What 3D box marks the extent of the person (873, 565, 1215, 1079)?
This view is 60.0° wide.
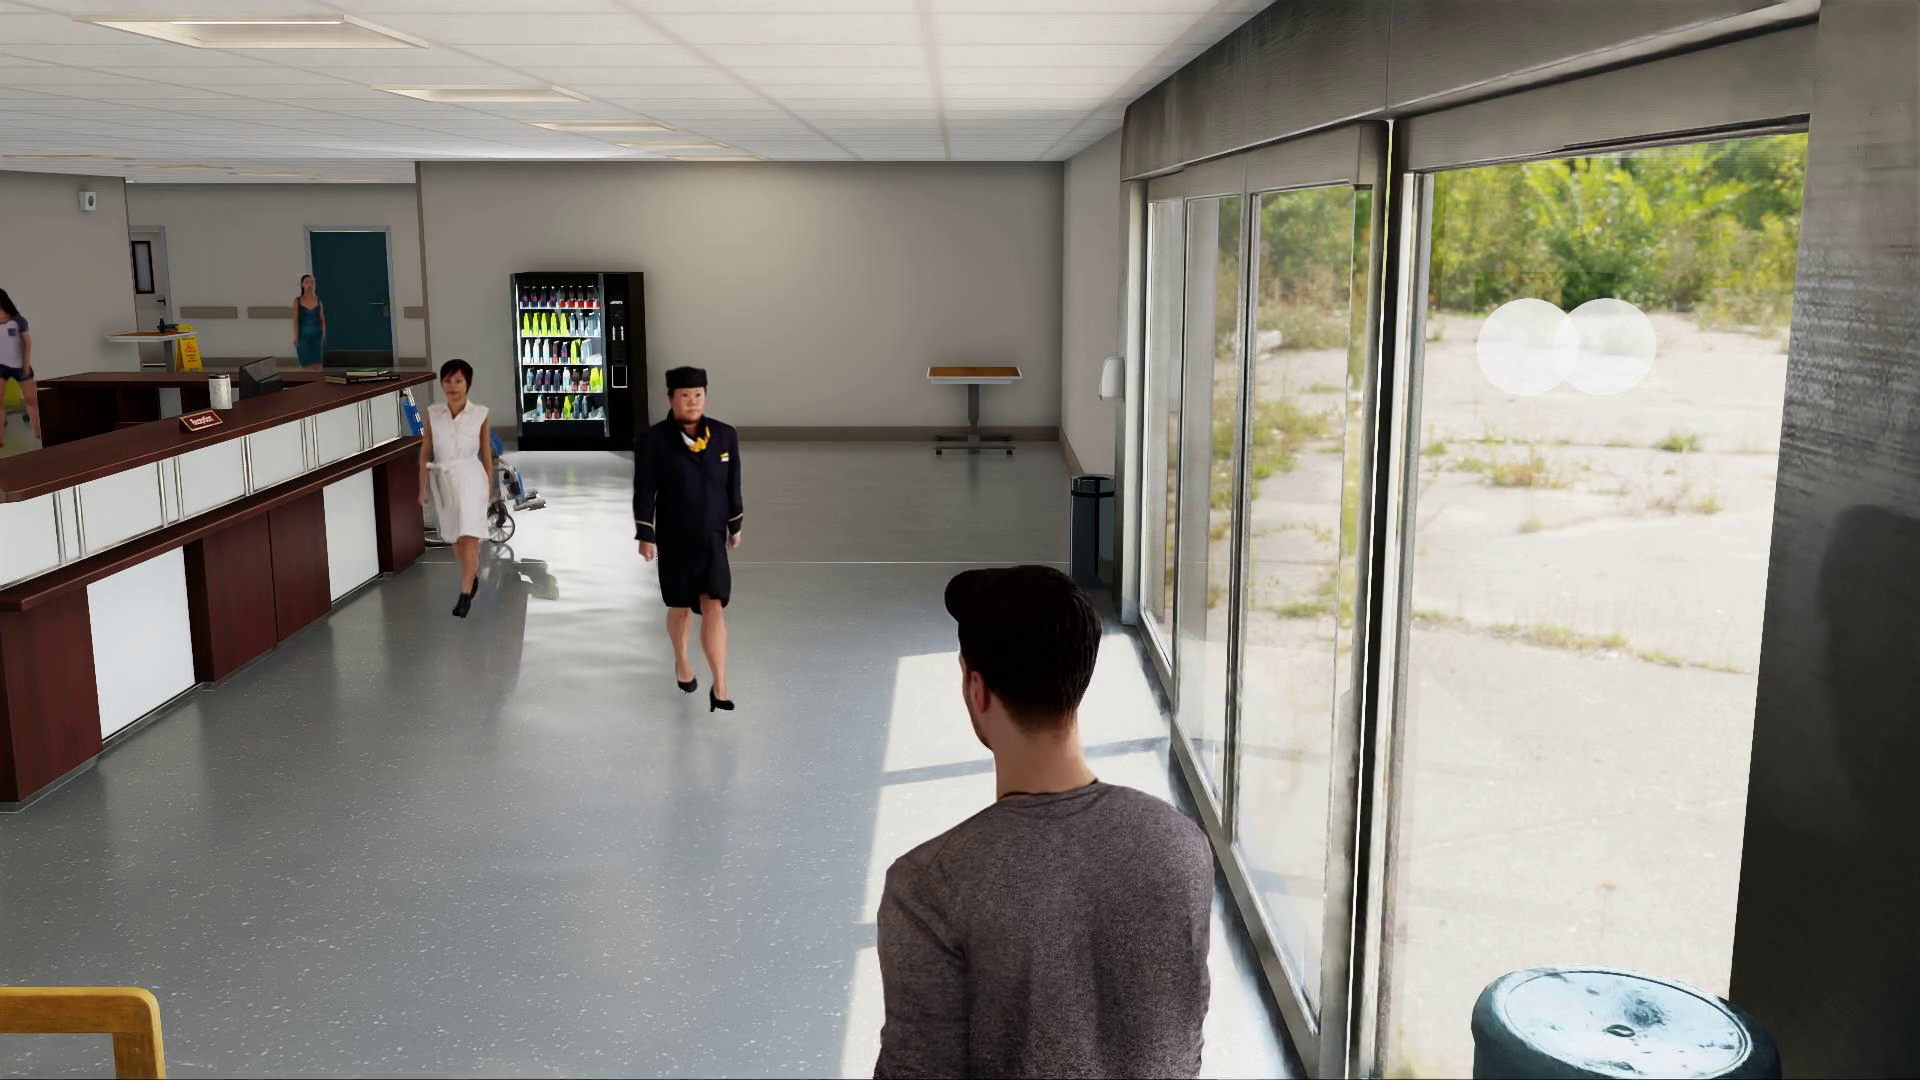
[{"bbox_3d":[0.186,1.001,2.160,0.748,1.879,0.850,-4,12,-21],"label":"person"}]

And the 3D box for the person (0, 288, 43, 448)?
[{"bbox_3d":[-10.017,-1.824,17.630,1.003,1.661,0.928,-5,12,-26],"label":"person"}]

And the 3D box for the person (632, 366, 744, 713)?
[{"bbox_3d":[-1.319,0.010,8.069,1.123,1.622,1.030,-4,12,-21],"label":"person"}]

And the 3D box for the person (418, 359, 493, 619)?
[{"bbox_3d":[-3.008,-0.299,10.018,0.978,1.503,0.631,0,11,-2],"label":"person"}]

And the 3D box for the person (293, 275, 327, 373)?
[{"bbox_3d":[-8.533,-2.618,21.782,0.779,1.673,0.815,-7,13,-31],"label":"person"}]
